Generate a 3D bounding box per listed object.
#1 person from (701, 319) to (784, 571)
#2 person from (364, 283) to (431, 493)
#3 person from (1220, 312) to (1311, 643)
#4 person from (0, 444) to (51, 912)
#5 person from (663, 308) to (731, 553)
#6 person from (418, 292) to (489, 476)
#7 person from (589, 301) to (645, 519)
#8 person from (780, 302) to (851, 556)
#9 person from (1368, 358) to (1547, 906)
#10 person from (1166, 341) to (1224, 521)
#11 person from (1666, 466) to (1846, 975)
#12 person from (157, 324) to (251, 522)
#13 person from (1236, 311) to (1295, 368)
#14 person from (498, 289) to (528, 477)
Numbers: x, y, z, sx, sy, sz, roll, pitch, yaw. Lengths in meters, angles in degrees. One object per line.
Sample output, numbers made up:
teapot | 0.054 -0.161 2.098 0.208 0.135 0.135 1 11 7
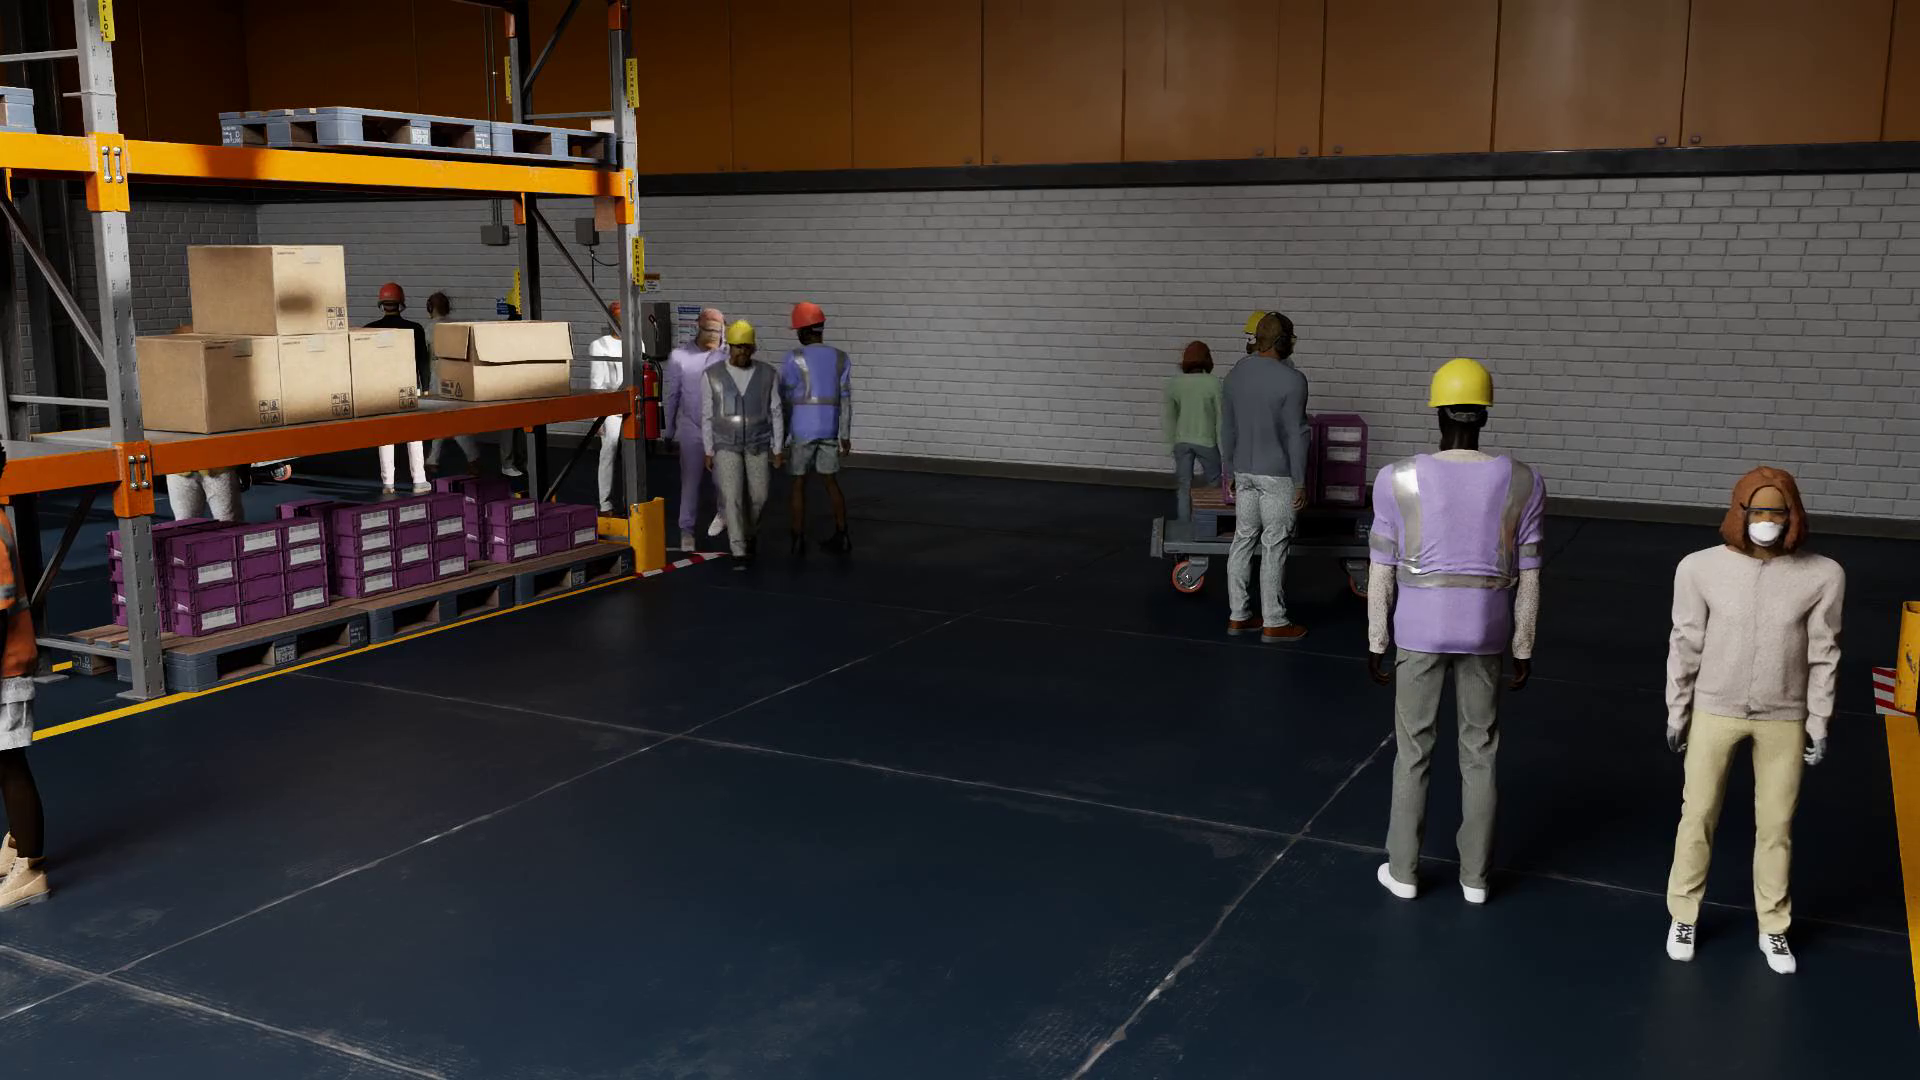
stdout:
person | -1.589 -0.713 12.161 0.602 1.810 0.716 -2 10 -14
person | -5.342 -1.434 15.810 0.611 1.995 0.381 -1 10 -7
person | 1.807 -0.369 9.806 0.355 1.938 0.636 -7 12 -36
person | -3.398 0.441 5.806 0.315 1.699 0.541 -6 12 -32
person | -1.958 -0.872 12.937 0.696 1.873 0.734 -1 10 -5
person | -5.250 -1.599 17.114 0.971 1.888 0.645 6 12 32
person | -2.879 -1.082 14.114 0.346 1.879 0.583 8 13 38
person | -1.101 -0.827 12.575 0.548 1.916 0.428 -8 12 -38
person | 1.725 0.326 5.855 0.588 1.919 0.402 1 10 8
person | 1.849 -0.730 12.826 0.524 1.604 0.687 5 11 27
person | 2.503 0.570 5.288 0.492 1.625 0.284 3 10 19
person | -4.852 -0.458 10.647 0.629 1.836 0.430 -1 10 -4
person | 2.312 -0.855 12.922 0.589 1.834 0.403 -8 13 -38
person | -4.549 -1.617 17.094 0.381 1.918 0.584 4 11 22
